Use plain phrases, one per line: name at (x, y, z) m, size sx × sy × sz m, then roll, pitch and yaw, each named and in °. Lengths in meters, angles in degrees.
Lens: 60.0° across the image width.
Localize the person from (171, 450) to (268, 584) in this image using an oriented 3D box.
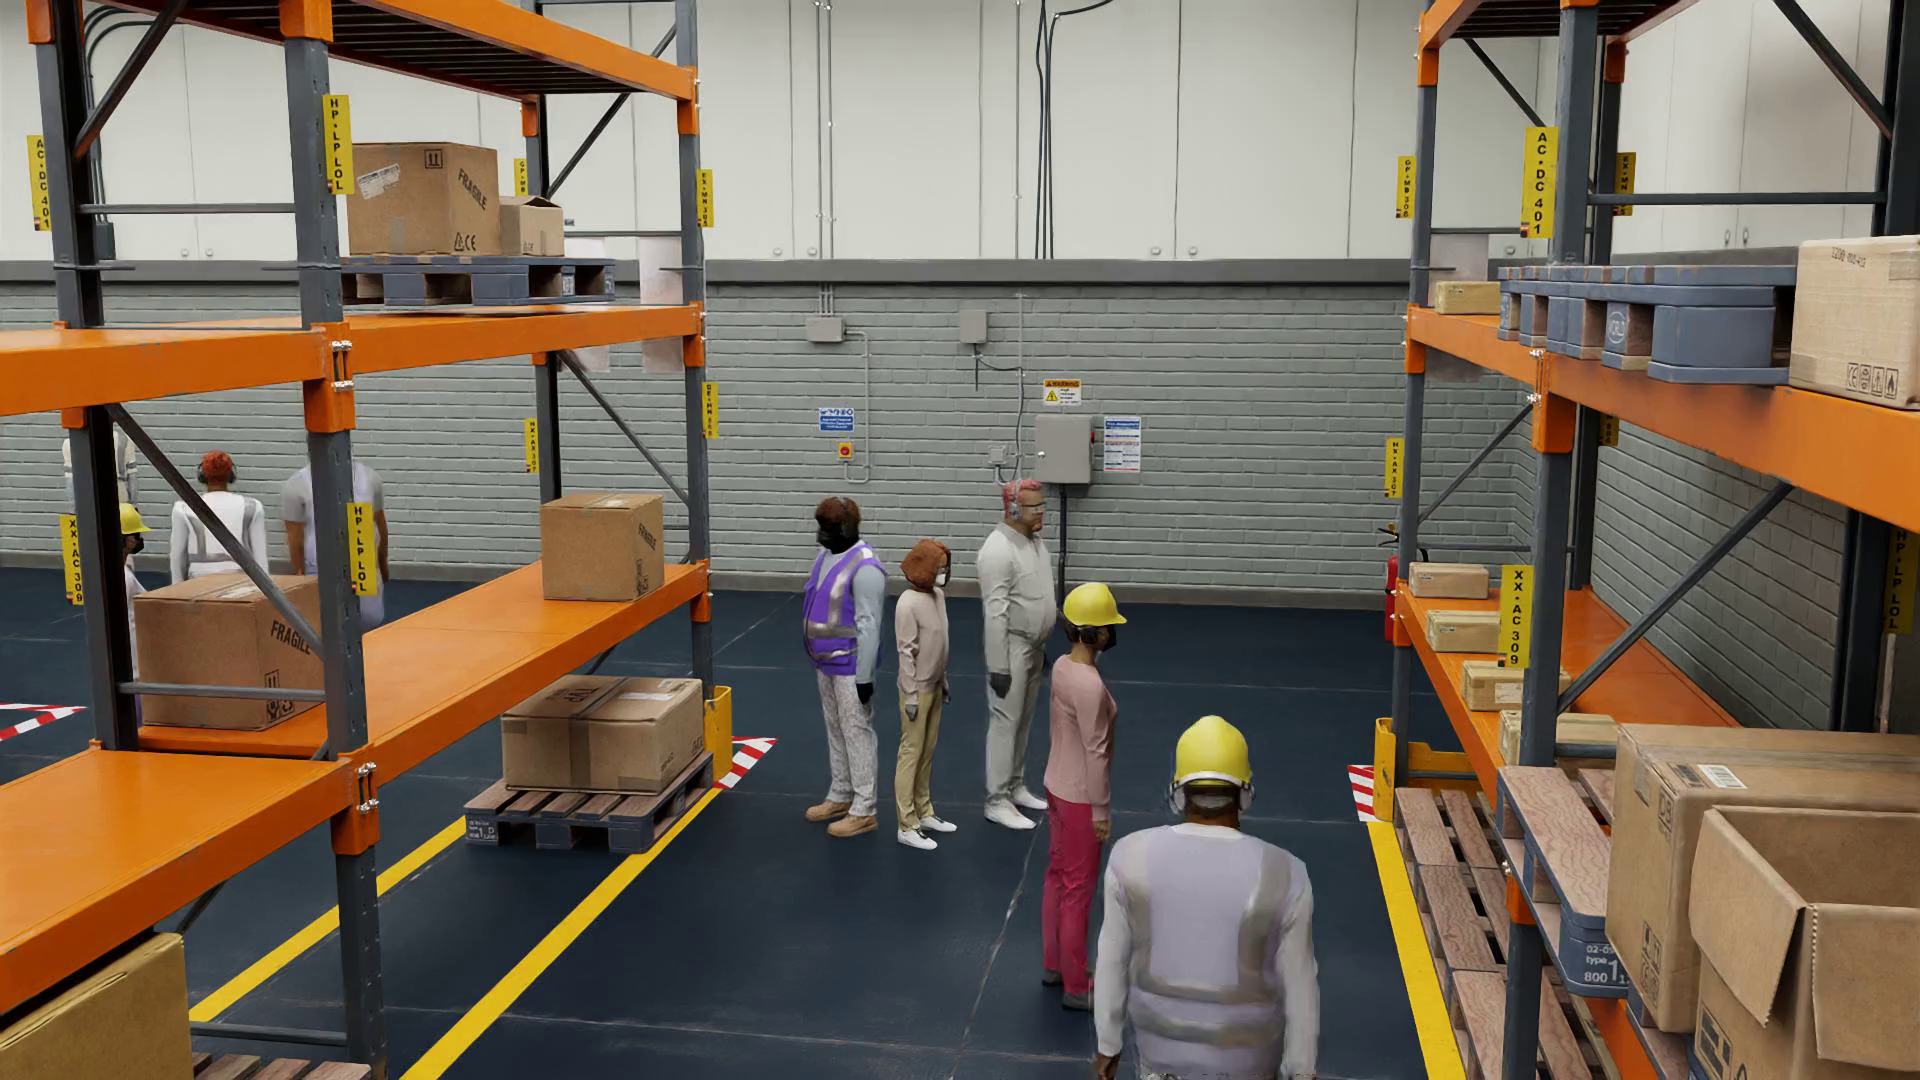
person at (-4.895, 0.329, 11.071) m, size 0.578 × 1.855 × 0.902 m, roll -7°, pitch 12°, yaw -38°

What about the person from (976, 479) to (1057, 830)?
person at (0.326, 0.617, 9.174) m, size 0.416 × 1.905 × 0.666 m, roll 4°, pitch 10°, yaw 23°

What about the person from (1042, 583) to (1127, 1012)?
person at (0.503, 1.056, 6.873) m, size 0.359 × 1.777 × 0.533 m, roll -2°, pitch 9°, yaw -11°

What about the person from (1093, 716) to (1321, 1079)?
person at (0.659, 1.401, 4.579) m, size 0.623 × 1.807 × 0.616 m, roll 4°, pitch 10°, yaw 21°

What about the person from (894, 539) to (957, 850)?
person at (-0.183, 0.799, 8.819) m, size 0.279 × 1.633 × 0.498 m, roll 4°, pitch 10°, yaw 21°

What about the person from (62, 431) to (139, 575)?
person at (-7.688, -0.338, 14.922) m, size 0.589 × 1.930 × 0.360 m, roll -7°, pitch 11°, yaw -35°

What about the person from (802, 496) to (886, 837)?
person at (-0.632, 0.673, 9.008) m, size 0.431 × 1.836 × 0.644 m, roll -5°, pitch 10°, yaw -27°

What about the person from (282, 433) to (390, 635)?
person at (-4.375, 0.125, 11.727) m, size 0.705 × 2.000 × 0.617 m, roll -7°, pitch 11°, yaw -36°
